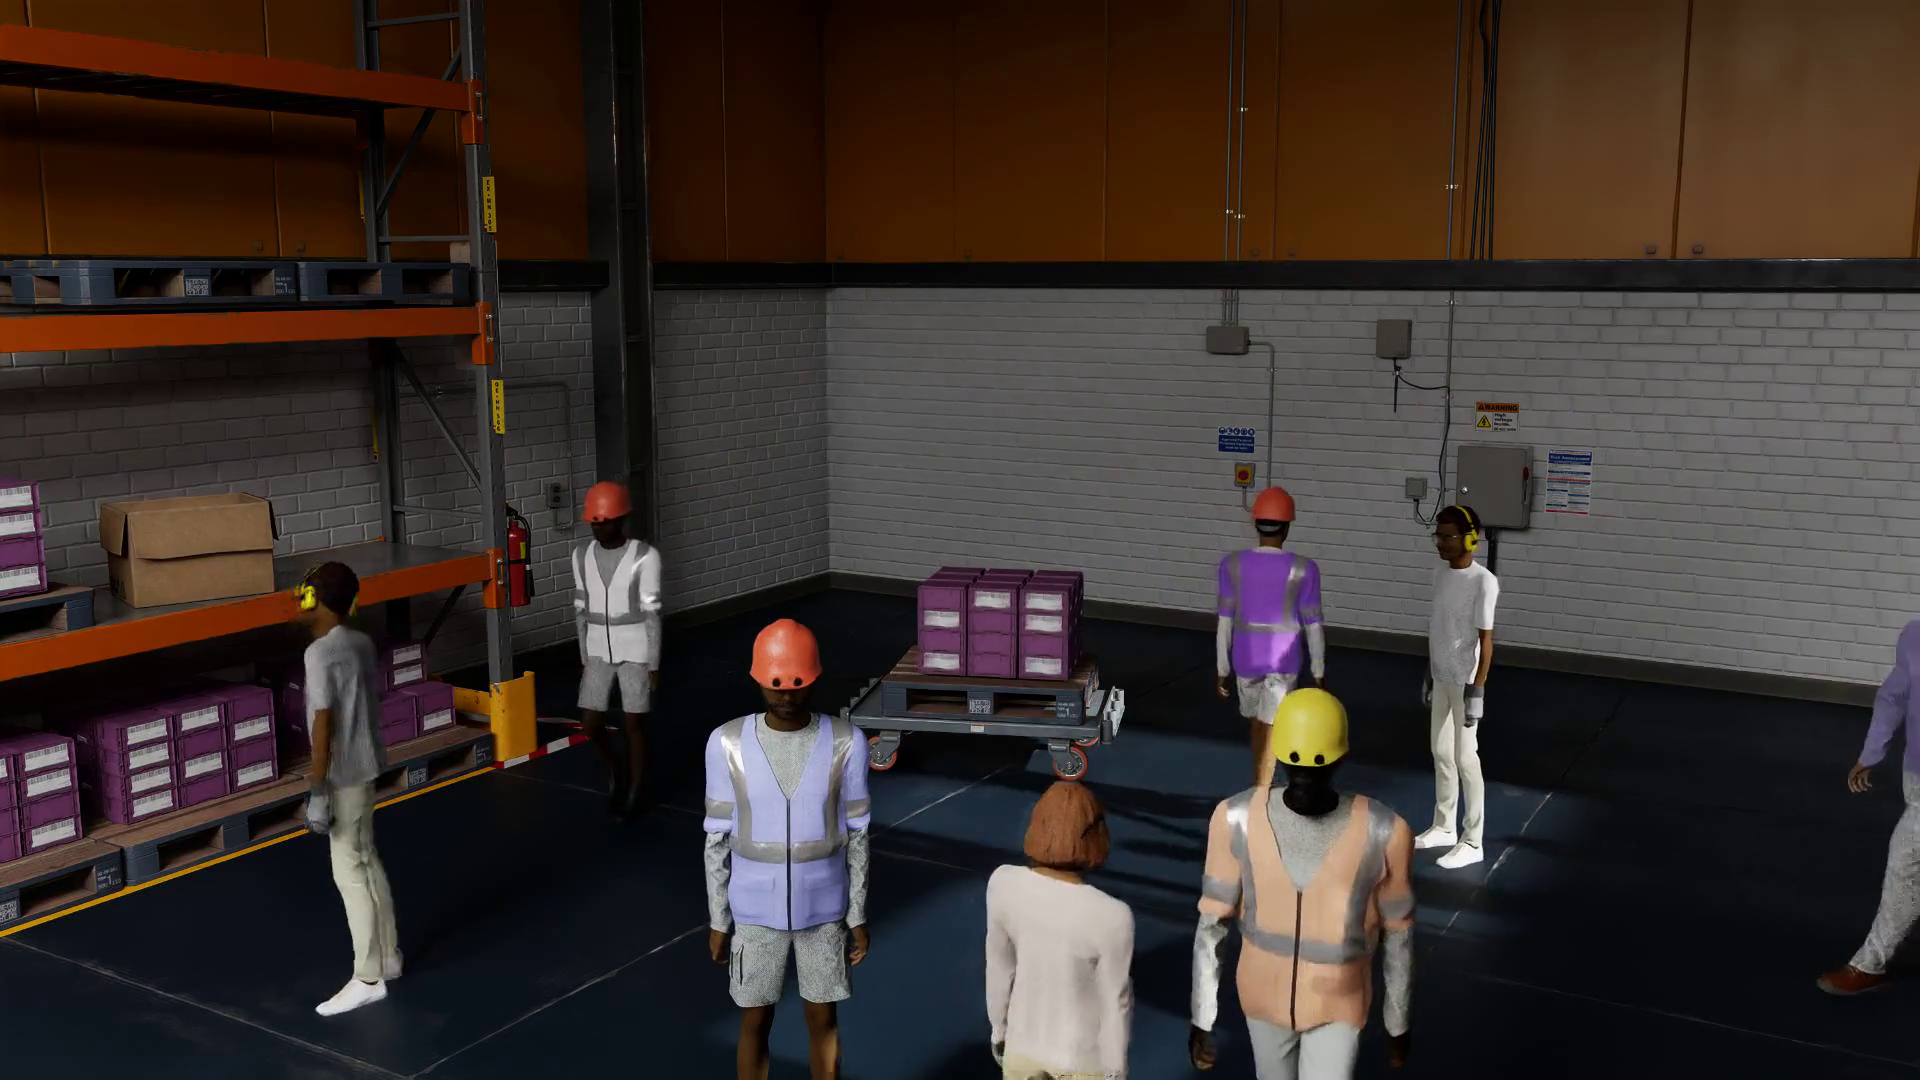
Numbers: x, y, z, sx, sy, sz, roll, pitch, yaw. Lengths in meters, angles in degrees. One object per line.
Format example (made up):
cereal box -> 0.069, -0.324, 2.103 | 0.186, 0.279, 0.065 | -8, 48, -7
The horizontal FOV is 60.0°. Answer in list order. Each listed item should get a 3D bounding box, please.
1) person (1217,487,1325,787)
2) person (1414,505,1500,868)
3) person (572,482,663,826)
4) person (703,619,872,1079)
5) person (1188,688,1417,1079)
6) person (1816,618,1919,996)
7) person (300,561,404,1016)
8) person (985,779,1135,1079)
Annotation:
person -> 1.675, 0.657, 9.019 | 0.564, 1.889, 1.006 | 4, 10, 24
person -> 2.541, 0.740, 8.567 | 0.312, 1.860, 0.511 | -3, 10, -17
person -> -1.876, 0.630, 9.099 | 0.540, 1.920, 0.426 | 2, 9, 13
person -> -0.558, 1.203, 5.439 | 0.549, 1.935, 0.364 | -1, 9, -6
person -> 0.977, 1.338, 4.805 | 0.611, 1.868, 1.029 | 4, 10, 23
person -> 4.183, 0.992, 6.936 | 1.021, 1.884, 0.644 | -1, 9, -6
person -> -2.571, 1.014, 6.951 | 0.347, 1.837, 0.637 | 0, 9, 2
person -> 0.250, 1.479, 4.742 | 0.506, 1.611, 0.728 | 6, 11, 34
